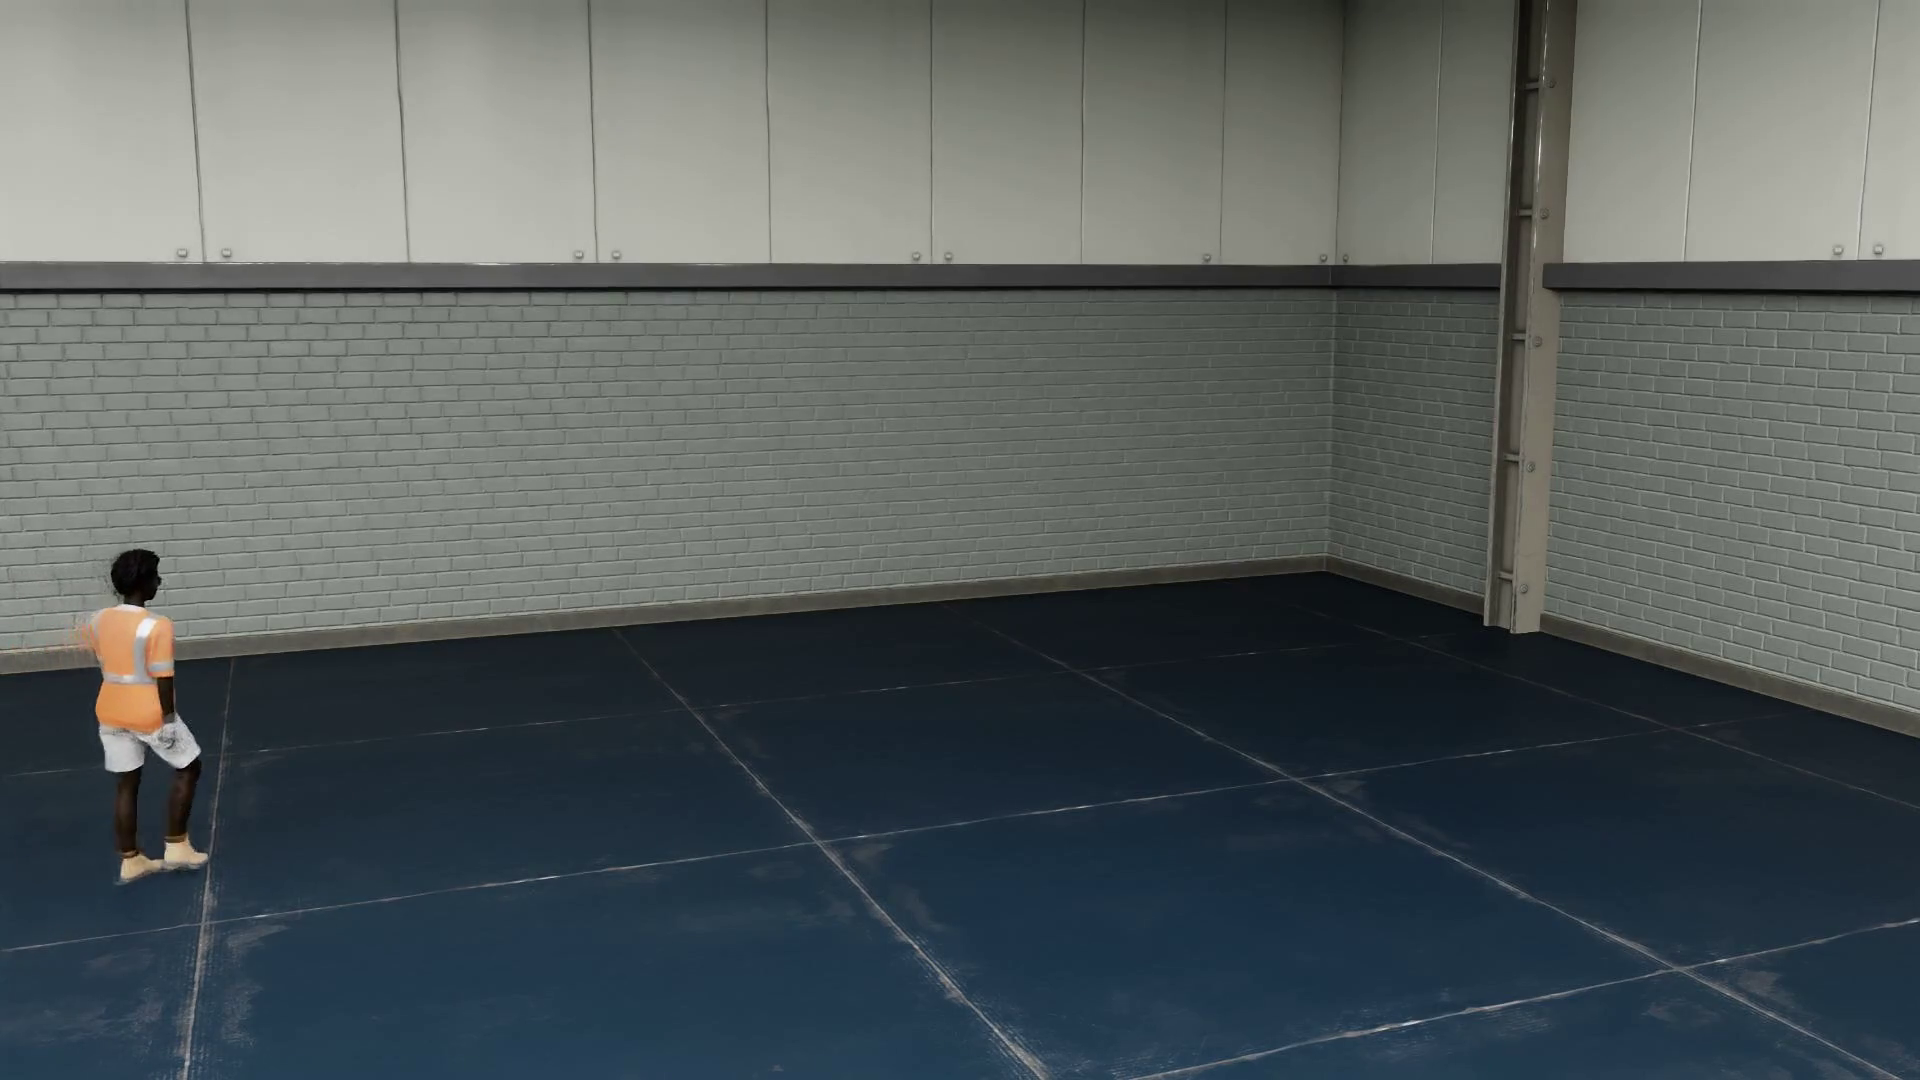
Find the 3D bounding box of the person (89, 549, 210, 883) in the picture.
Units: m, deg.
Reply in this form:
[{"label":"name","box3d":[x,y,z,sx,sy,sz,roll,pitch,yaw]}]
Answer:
[{"label":"person","box3d":[-4.072,0.874,8.368,0.537,1.681,0.499,3,10,19]}]
